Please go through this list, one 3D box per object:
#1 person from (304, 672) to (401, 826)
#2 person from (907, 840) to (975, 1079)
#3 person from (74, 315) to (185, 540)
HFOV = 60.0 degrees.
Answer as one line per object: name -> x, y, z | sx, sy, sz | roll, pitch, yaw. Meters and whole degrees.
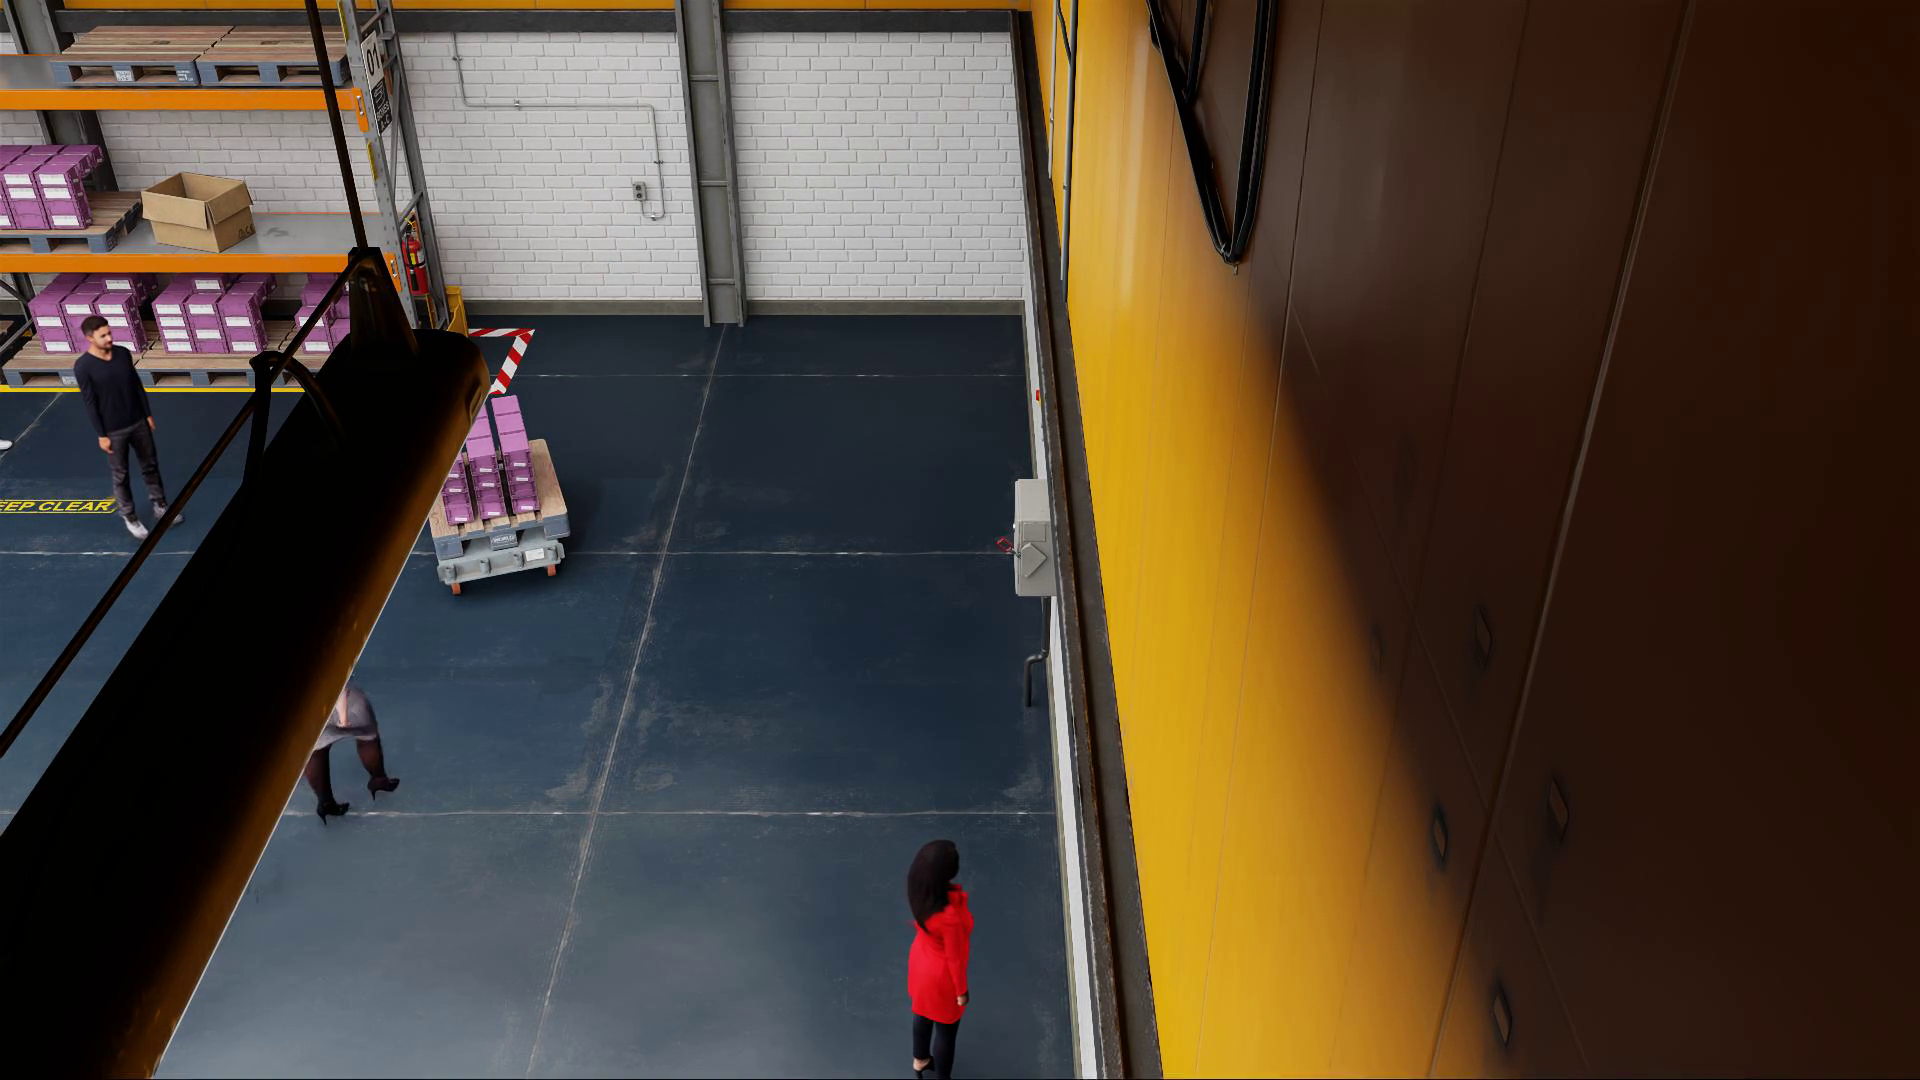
person -> -3.971, 1.053, 10.230 | 0.851, 1.737, 0.892 | 15, 37, 22
person -> -0.109, 2.204, 8.488 | 0.740, 1.748, 0.707 | -16, 37, -22
person -> -6.588, -0.911, 13.071 | 0.742, 1.864, 0.722 | 20, 39, 27
